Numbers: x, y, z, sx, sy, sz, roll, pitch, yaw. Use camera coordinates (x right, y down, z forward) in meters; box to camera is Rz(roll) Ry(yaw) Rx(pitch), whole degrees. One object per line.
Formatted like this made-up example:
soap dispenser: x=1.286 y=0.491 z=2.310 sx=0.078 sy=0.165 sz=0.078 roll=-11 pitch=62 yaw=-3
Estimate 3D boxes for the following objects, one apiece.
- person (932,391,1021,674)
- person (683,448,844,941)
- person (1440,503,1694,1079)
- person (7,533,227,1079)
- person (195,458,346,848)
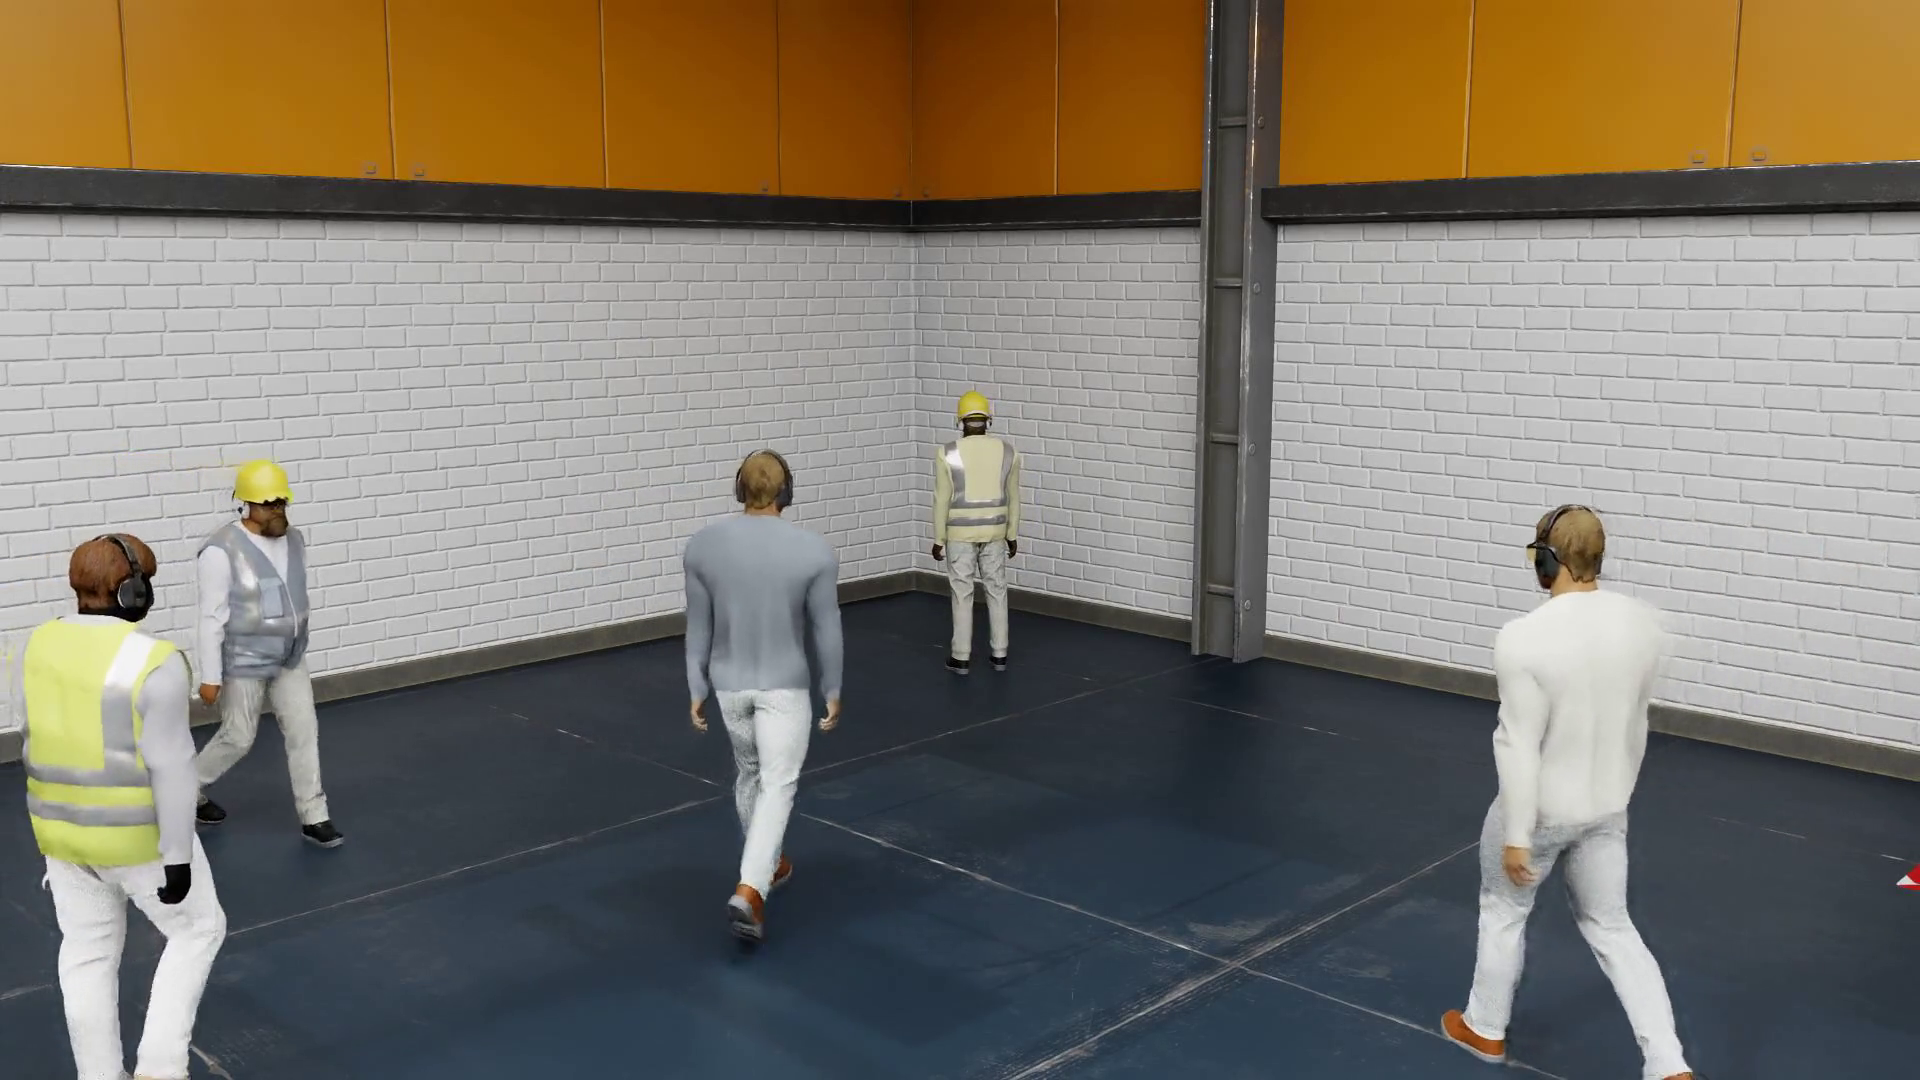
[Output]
person: x=0.096 y=-0.049 z=10.756 sx=0.601 sy=1.827 sz=0.403 roll=-3 pitch=10 yaw=-18
person: x=-0.801 y=0.597 z=6.599 sx=0.639 sy=1.910 sz=0.924 roll=2 pitch=9 yaw=11
person: x=1.917 y=0.833 z=5.150 sx=0.631 sy=1.905 sz=0.966 roll=-3 pitch=10 yaw=-20
person: x=-2.531 y=0.891 z=5.016 sx=0.645 sy=1.826 sz=0.443 roll=2 pitch=10 yaw=14
person: x=-3.227 y=0.503 z=7.517 sx=0.837 sy=1.791 sz=0.631 roll=4 pitch=10 yaw=23
